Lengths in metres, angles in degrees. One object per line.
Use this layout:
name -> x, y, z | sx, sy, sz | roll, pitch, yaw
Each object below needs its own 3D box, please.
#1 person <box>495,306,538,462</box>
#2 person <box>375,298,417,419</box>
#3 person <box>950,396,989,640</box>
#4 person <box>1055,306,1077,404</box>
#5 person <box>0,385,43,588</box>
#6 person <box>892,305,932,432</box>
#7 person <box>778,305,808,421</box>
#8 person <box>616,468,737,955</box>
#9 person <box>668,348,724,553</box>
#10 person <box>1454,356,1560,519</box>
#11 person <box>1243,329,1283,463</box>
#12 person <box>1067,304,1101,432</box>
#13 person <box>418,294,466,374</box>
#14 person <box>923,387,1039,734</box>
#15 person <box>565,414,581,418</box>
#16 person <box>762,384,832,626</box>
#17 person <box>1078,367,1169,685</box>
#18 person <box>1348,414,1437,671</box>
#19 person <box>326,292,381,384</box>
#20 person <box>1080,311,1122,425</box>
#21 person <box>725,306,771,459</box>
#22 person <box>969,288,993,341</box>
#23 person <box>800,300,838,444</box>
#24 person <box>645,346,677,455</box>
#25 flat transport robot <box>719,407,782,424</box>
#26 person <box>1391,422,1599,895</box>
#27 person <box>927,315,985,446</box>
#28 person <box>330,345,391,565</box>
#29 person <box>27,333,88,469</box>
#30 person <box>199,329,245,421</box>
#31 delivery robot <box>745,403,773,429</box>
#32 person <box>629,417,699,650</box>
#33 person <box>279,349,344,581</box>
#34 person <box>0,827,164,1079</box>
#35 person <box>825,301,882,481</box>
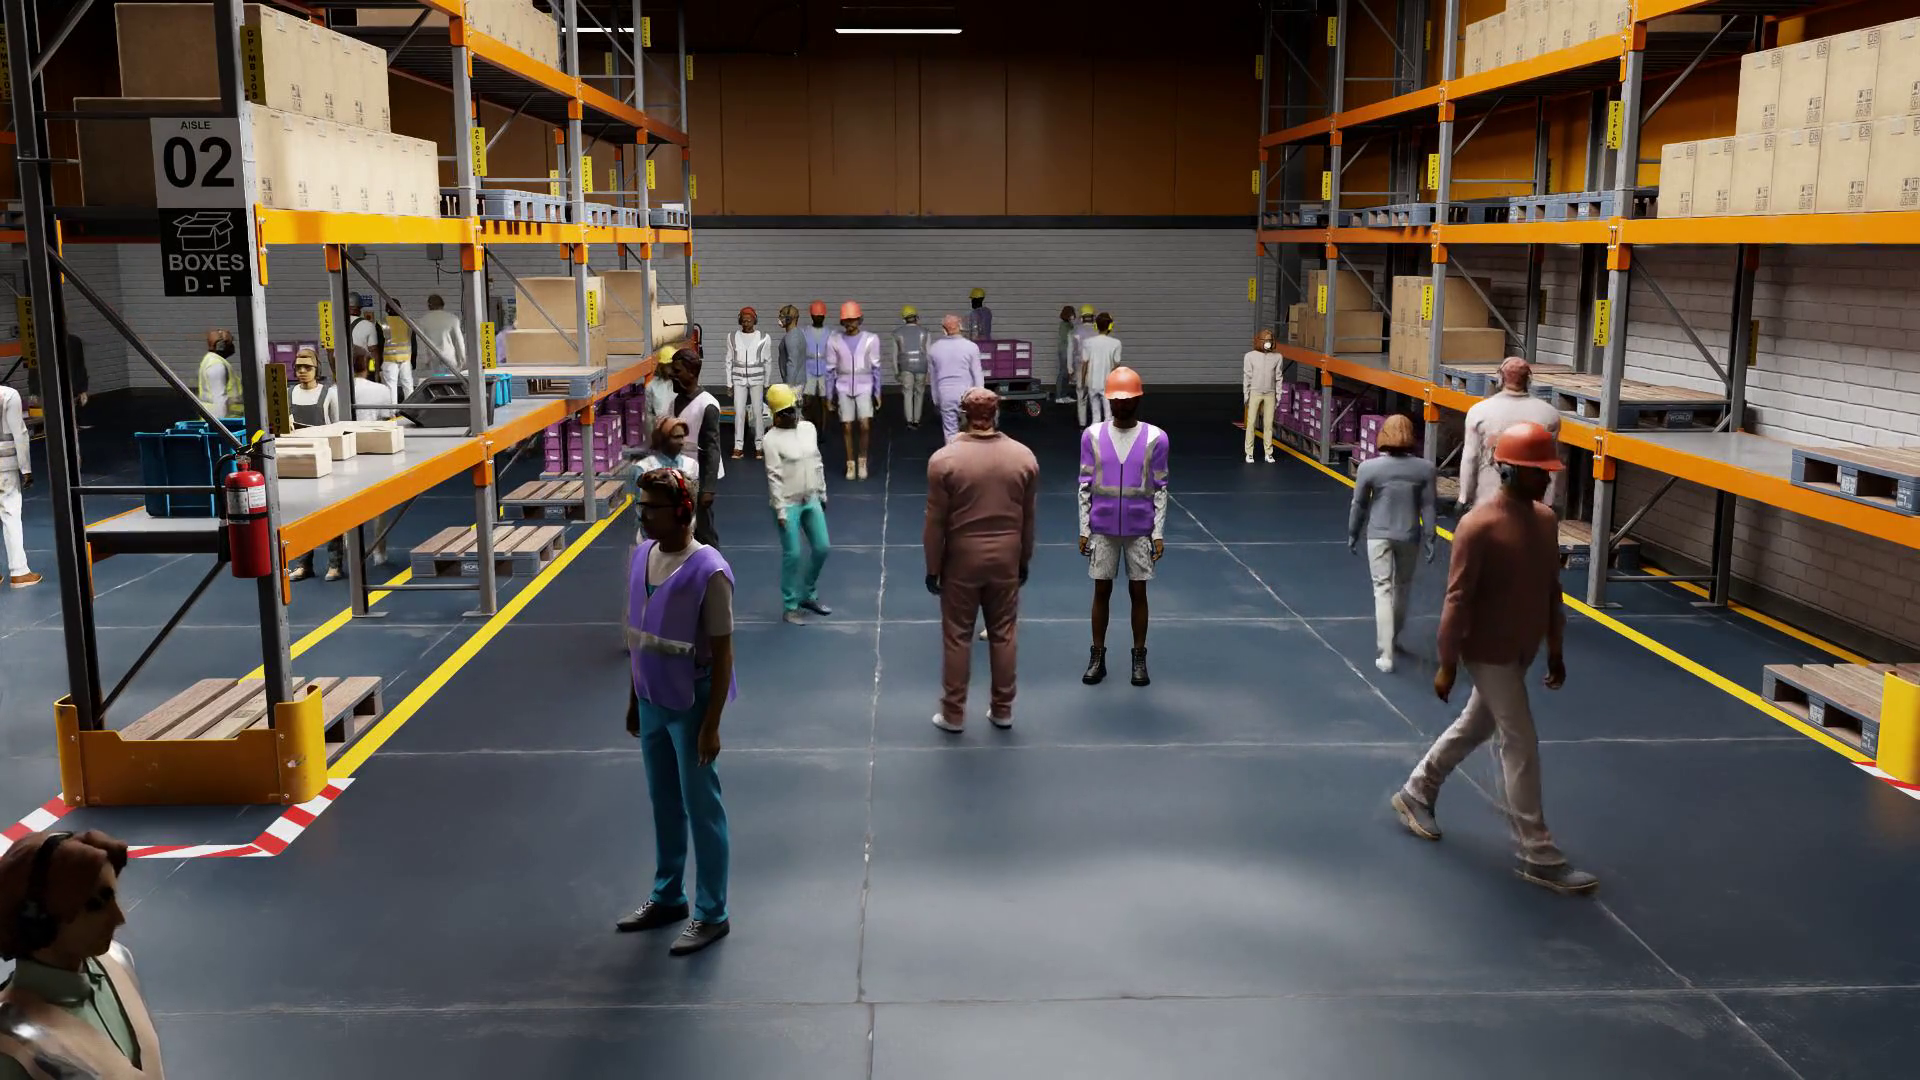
person -> -5.353, -1.897, 20.314 | 0.647, 1.887, 1.040 | -1, 10, -5
person -> -8.433, -2.687, 24.869 | 0.636, 1.842, 0.429 | -9, 13, -40
person -> 0.130, -0.172, 11.262 | 0.536, 1.696, 0.322 | 8, 13, 39
person -> 1.786, -3.083, 27.709 | 0.311, 1.615, 0.578 | 5, 11, 26
person -> -7.487, -0.557, 12.887 | 0.585, 1.882, 0.343 | 0, 10, -1
person -> -0.668, -2.443, 23.685 | 0.593, 1.794, 0.856 | -1, 10, -6
person -> -2.005, -1.824, 19.794 | 0.372, 1.940, 0.632 | 0, 10, 0
person -> -1.066, 0.635, 6.350 | 0.567, 1.846, 0.389 | 10, 14, 43
person -> -1.931, -0.432, 12.092 | 0.390, 1.920, 0.587 | -8, 13, -37
person -> 3.795, -0.325, 11.549 | 0.652, 1.904, 0.403 | 0, 10, 3
person -> 3.680, -1.745, 20.226 | 0.497, 1.629, 0.276 | -1, 10, -6
person -> 1.822, -2.448, 23.677 | 0.604, 1.787, 0.852 | 1, 10, 5
person -> -7.817, -2.757, 25.087 | 0.686, 1.902, 0.587 | 0, 10, 1
person -> 0.097, 0.116, 9.115 | 0.647, 1.898, 0.394 | -4, 11, -20
person -> -6.084, -2.829, 25.418 | 0.585, 1.929, 0.370 | 7, 13, 35
person -> -1.153, -0.245, 11.635 | 0.342, 1.720, 0.616 | 8, 13, 39
person -> 0.982, -0.079, 10.074 | 0.545, 1.938, 0.361 | 2, 10, 10
person -> 2.757, -0.008, 10.653 | 0.521, 1.586, 0.865 | 1, 10, 3
person -> -7.836, -2.204, 21.628 | 0.685, 2.000, 0.535 | 1, 10, 5
person -> 1.677, -1.818, 20.025 | 0.526, 1.854, 0.634 | 4, 11, 20
person -> -2.616, -1.937, 20.568 | 0.573, 1.887, 0.356 | 0, 10, 1
person -> 0.313, -3.190, 27.433 | 0.373, 1.928, 0.584 | 5, 12, 28
person -> -1.875, -2.221, 22.048 | 0.557, 1.917, 0.420 | -1, 10, -4
person -> -2.723, -0.995, 15.798 | 0.492, 1.719, 0.774 | -1, 10, -3
flat transport robot -> -3.283, -1.830, 24.469 | 1.431, 0.197, 0.652 | 4, 11, 22
person -> 2.289, 0.447, 7.139 | 0.624, 1.951, 1.053 | -9, 13, -40
person -> -0.042, -1.556, 18.492 | 0.686, 1.878, 0.489 | 4, 11, 19
person -> -4.910, -0.673, 13.665 | 0.581, 1.841, 0.582 | -2, 10, -9
person -> -10.403, -1.717, 19.110 | 0.597, 1.975, 0.617 | 5, 11, 25
person -> -7.247, -1.162, 16.407 | 0.447, 1.833, 0.657 | -5, 11, -26
delivery robot -> -2.767, -1.725, 22.835 | 0.477, 0.478, 0.707 | -2, 10, -13
person -> -1.843, 0.014, 10.529 | 0.515, 1.589, 0.883 | -9, 14, -41
person -> -5.129, -0.588, 13.164 | 0.511, 1.846, 0.341 | 0, 10, 1
person -> -1.620, 1.327, 3.079 | 0.307, 1.637, 0.512 | -1, 10, -7
person -> -1.203, -1.652, 18.603 | 0.634, 2.019, 0.624 | 0, 10, 1
